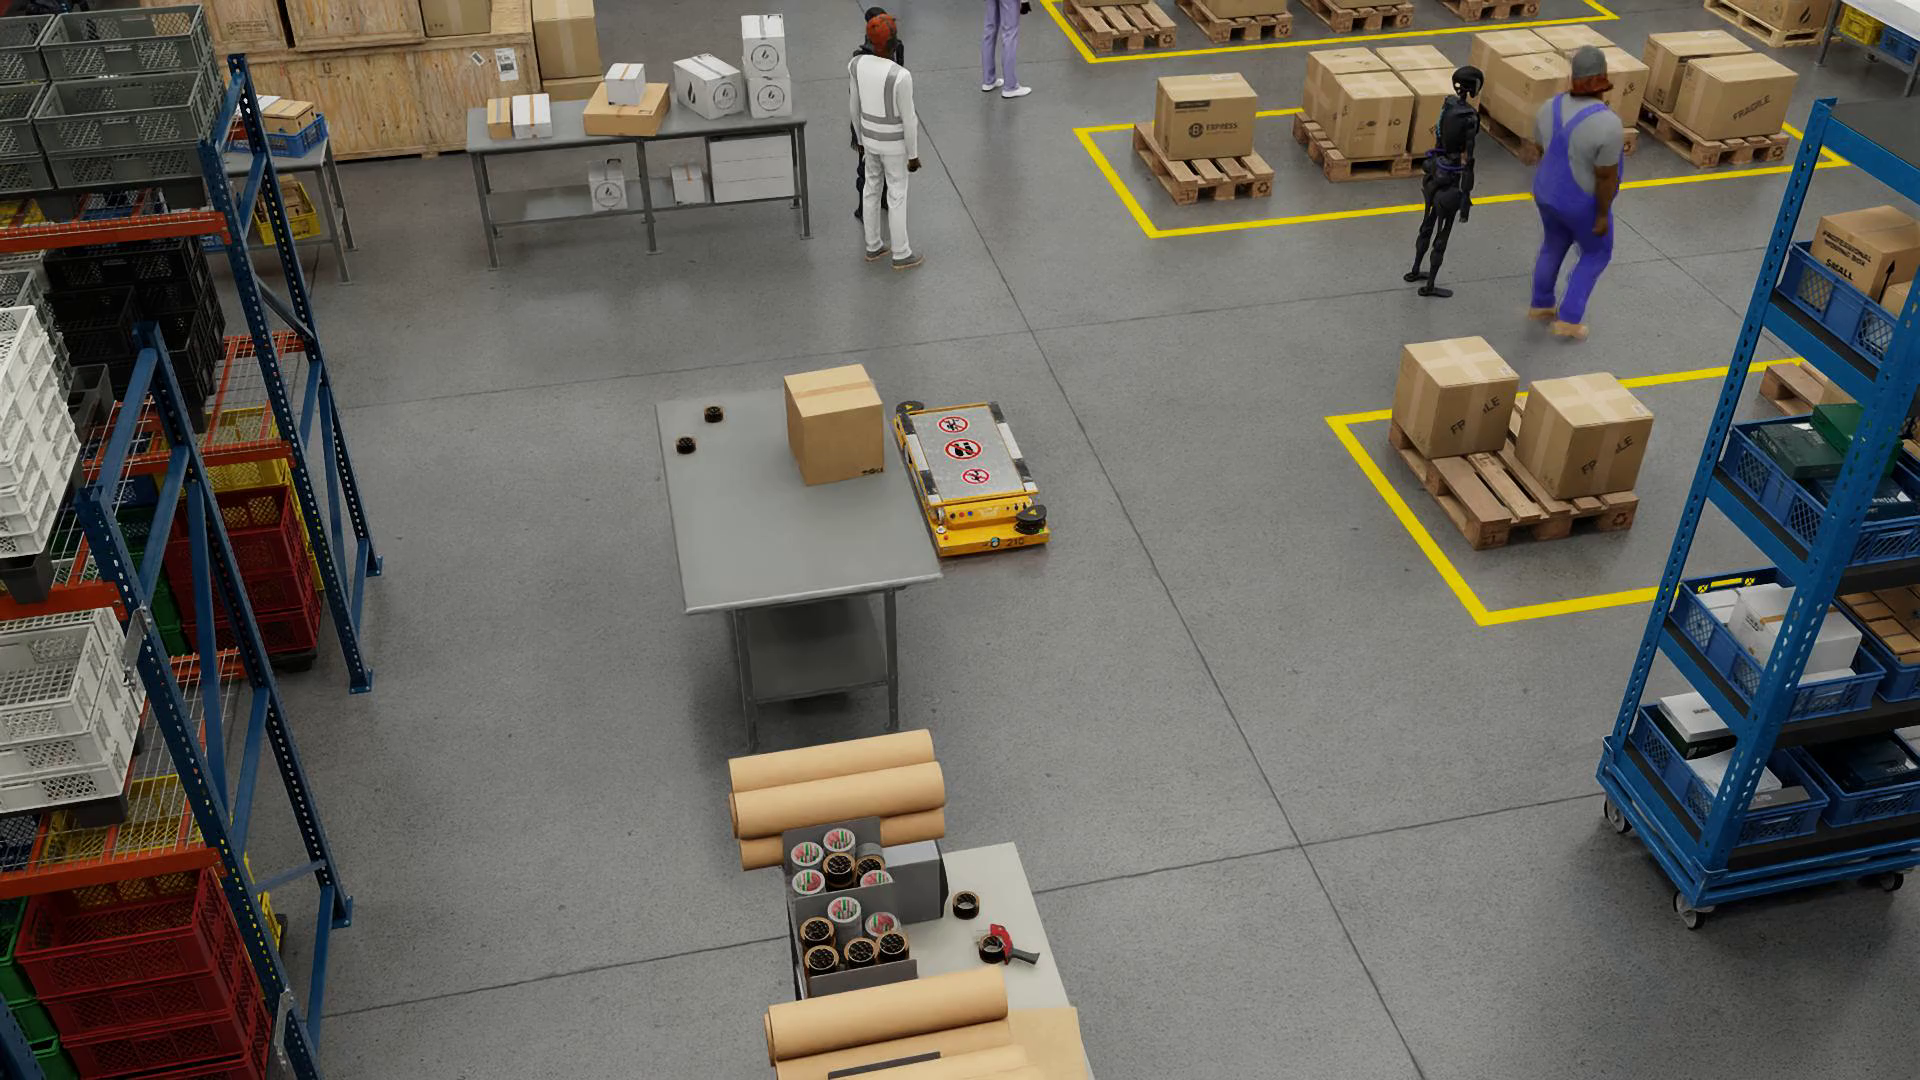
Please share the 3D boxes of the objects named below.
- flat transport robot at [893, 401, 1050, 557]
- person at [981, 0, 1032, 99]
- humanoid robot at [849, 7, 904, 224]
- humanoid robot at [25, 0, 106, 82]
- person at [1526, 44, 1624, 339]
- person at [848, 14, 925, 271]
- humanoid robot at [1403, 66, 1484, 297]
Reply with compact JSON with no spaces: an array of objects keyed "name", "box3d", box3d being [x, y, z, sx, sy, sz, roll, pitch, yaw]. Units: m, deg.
[{"name":"flat transport robot","box3d":[0.046,-0.430,10.108,0.652,0.197,1.431,-8,37,-10]},{"name":"person","box3d":[0.388,-4.890,14.737,0.586,1.927,0.359,30,46,34]},{"name":"humanoid robot","box3d":[-0.622,-3.261,12.744,0.603,1.657,0.318,-29,45,-33]},{"name":"humanoid robot","box3d":[-7.226,-3.871,13.562,0.321,1.661,0.598,20,41,25]},{"name":"person","box3d":[4.168,-2.349,11.227,0.539,2.000,0.712,-16,39,-20]},{"name":"person","box3d":[-0.529,-2.867,12.054,0.571,1.884,0.357,25,43,29]},{"name":"humanoid robot","box3d":[3.467,-2.550,11.789,0.326,1.657,0.592,-6,37,-8]}]
